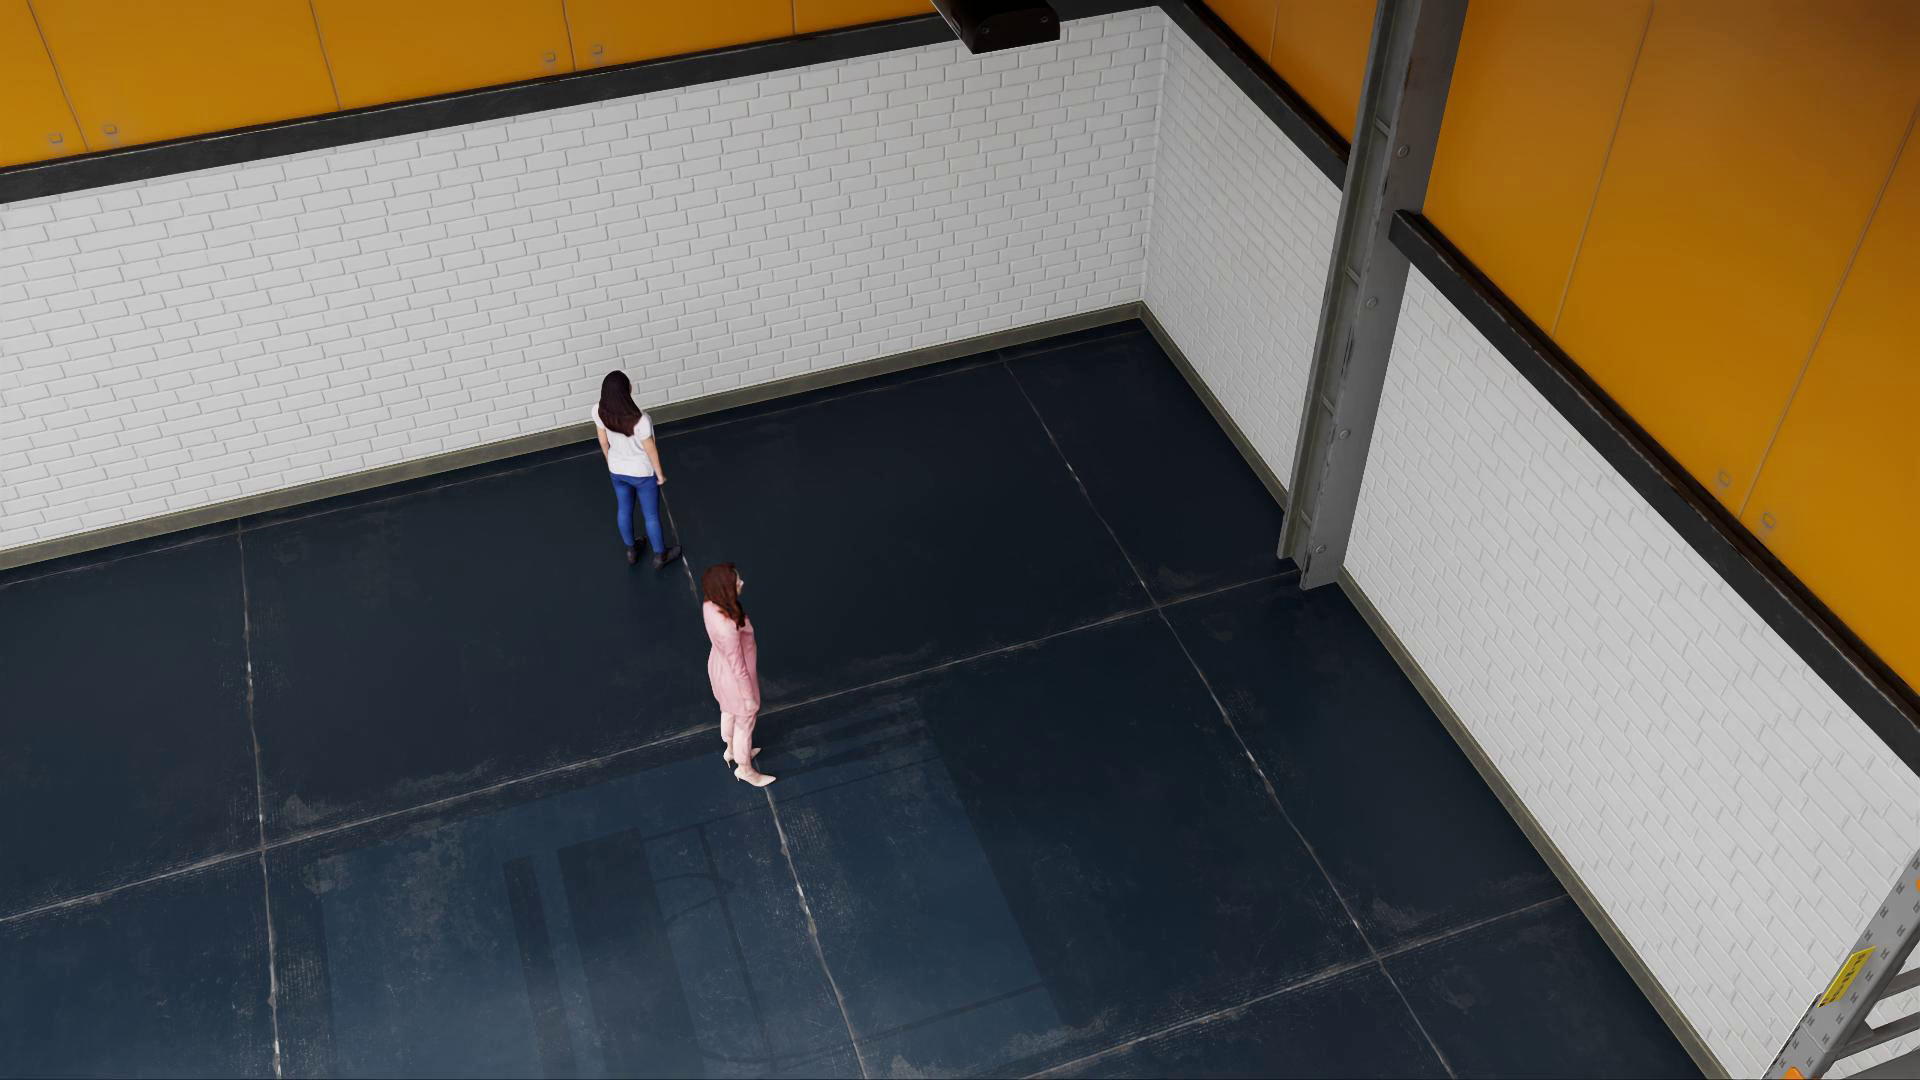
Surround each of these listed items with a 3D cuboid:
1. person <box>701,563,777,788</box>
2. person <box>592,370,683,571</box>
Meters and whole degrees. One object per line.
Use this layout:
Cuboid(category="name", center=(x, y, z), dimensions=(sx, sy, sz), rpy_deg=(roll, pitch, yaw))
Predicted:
Cuboid(category="person", center=(-1.358, 0.813, 9.960), dimensions=(0.680, 1.803, 0.469), rpy_deg=(-17, 46, -17))
Cuboid(category="person", center=(-2.238, -0.462, 11.384), dimensions=(0.677, 1.685, 0.723), rpy_deg=(15, 46, 15))
